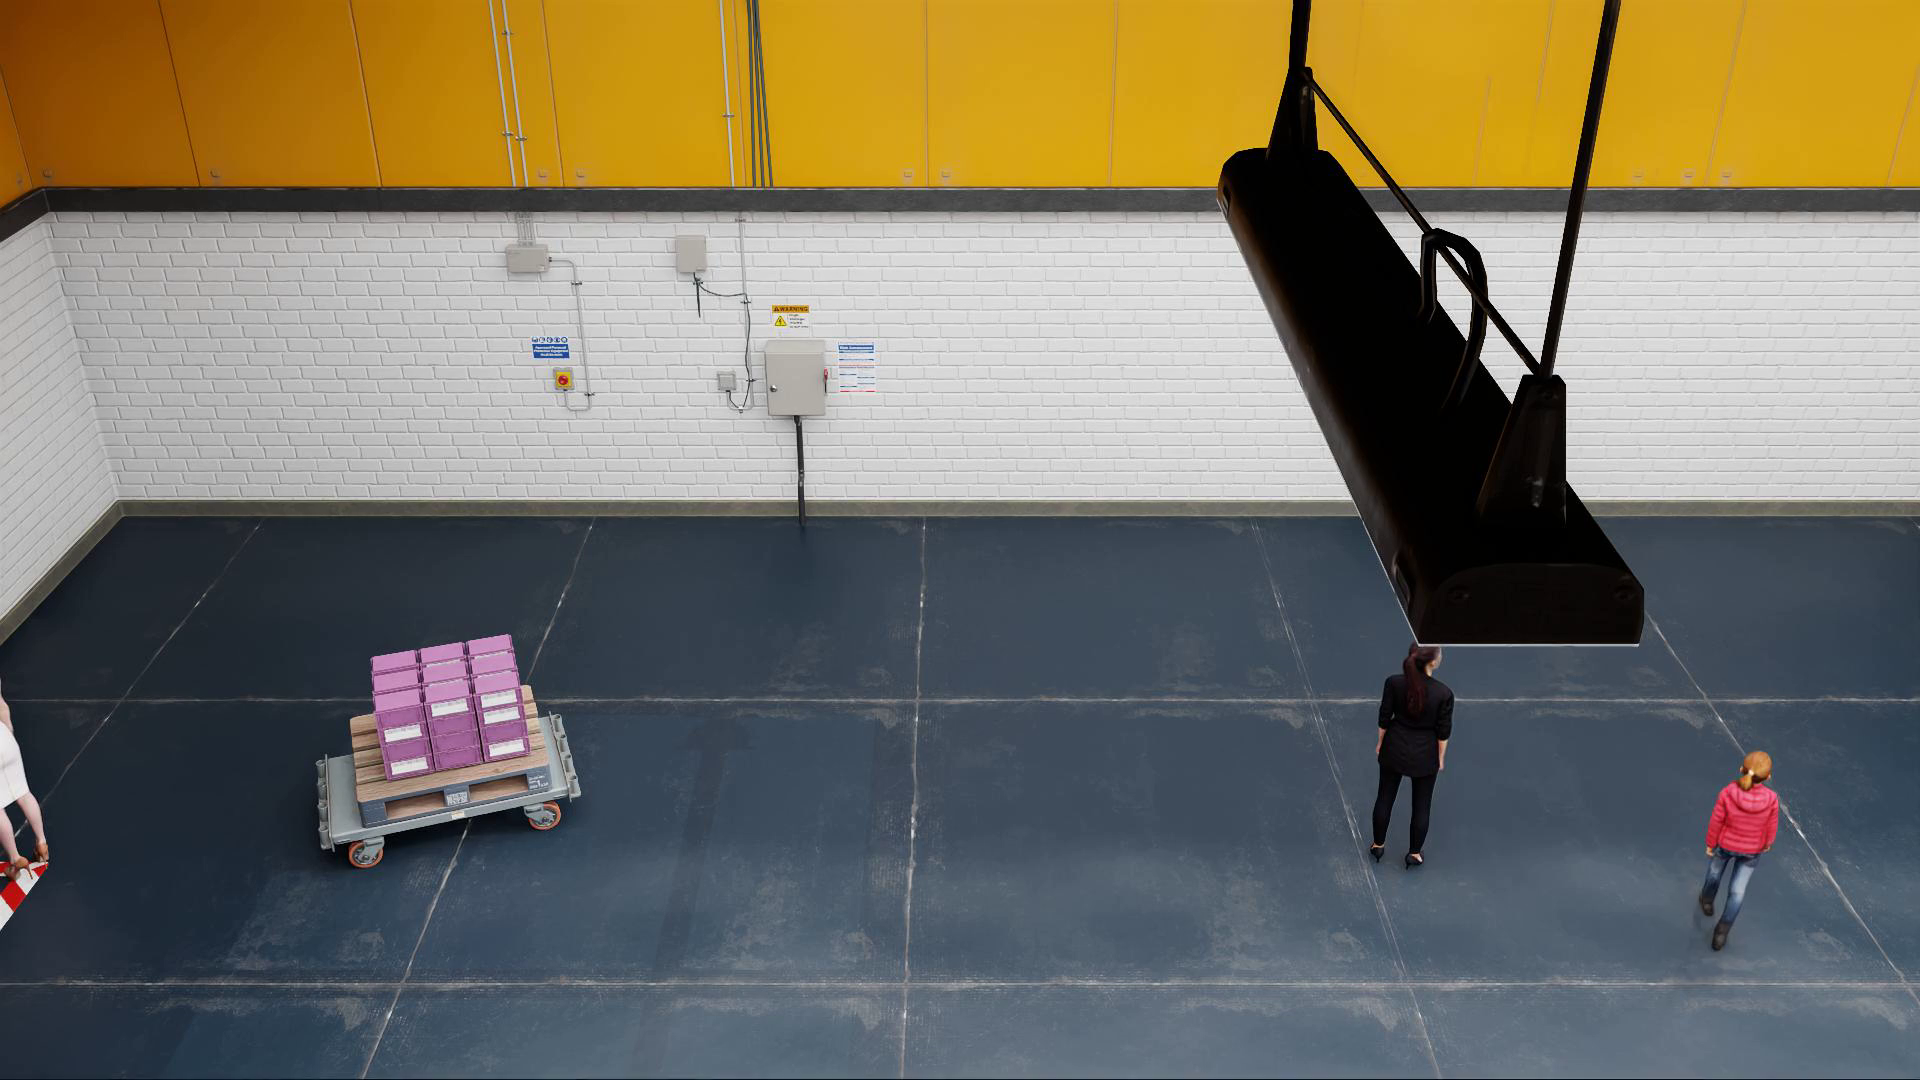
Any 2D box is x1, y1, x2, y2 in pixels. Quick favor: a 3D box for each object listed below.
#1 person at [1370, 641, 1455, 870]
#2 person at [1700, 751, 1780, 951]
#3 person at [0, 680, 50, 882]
[{"bbox_3d":[2.840,1.357,10.517,0.681,1.660,0.688,13,31,23],"label":"person"},{"bbox_3d":[4.646,1.879,9.940,0.709,1.296,0.841,15,32,25],"label":"person"},{"bbox_3d":[-6.049,1.361,10.370,0.700,1.793,0.572,15,32,25],"label":"person"}]
